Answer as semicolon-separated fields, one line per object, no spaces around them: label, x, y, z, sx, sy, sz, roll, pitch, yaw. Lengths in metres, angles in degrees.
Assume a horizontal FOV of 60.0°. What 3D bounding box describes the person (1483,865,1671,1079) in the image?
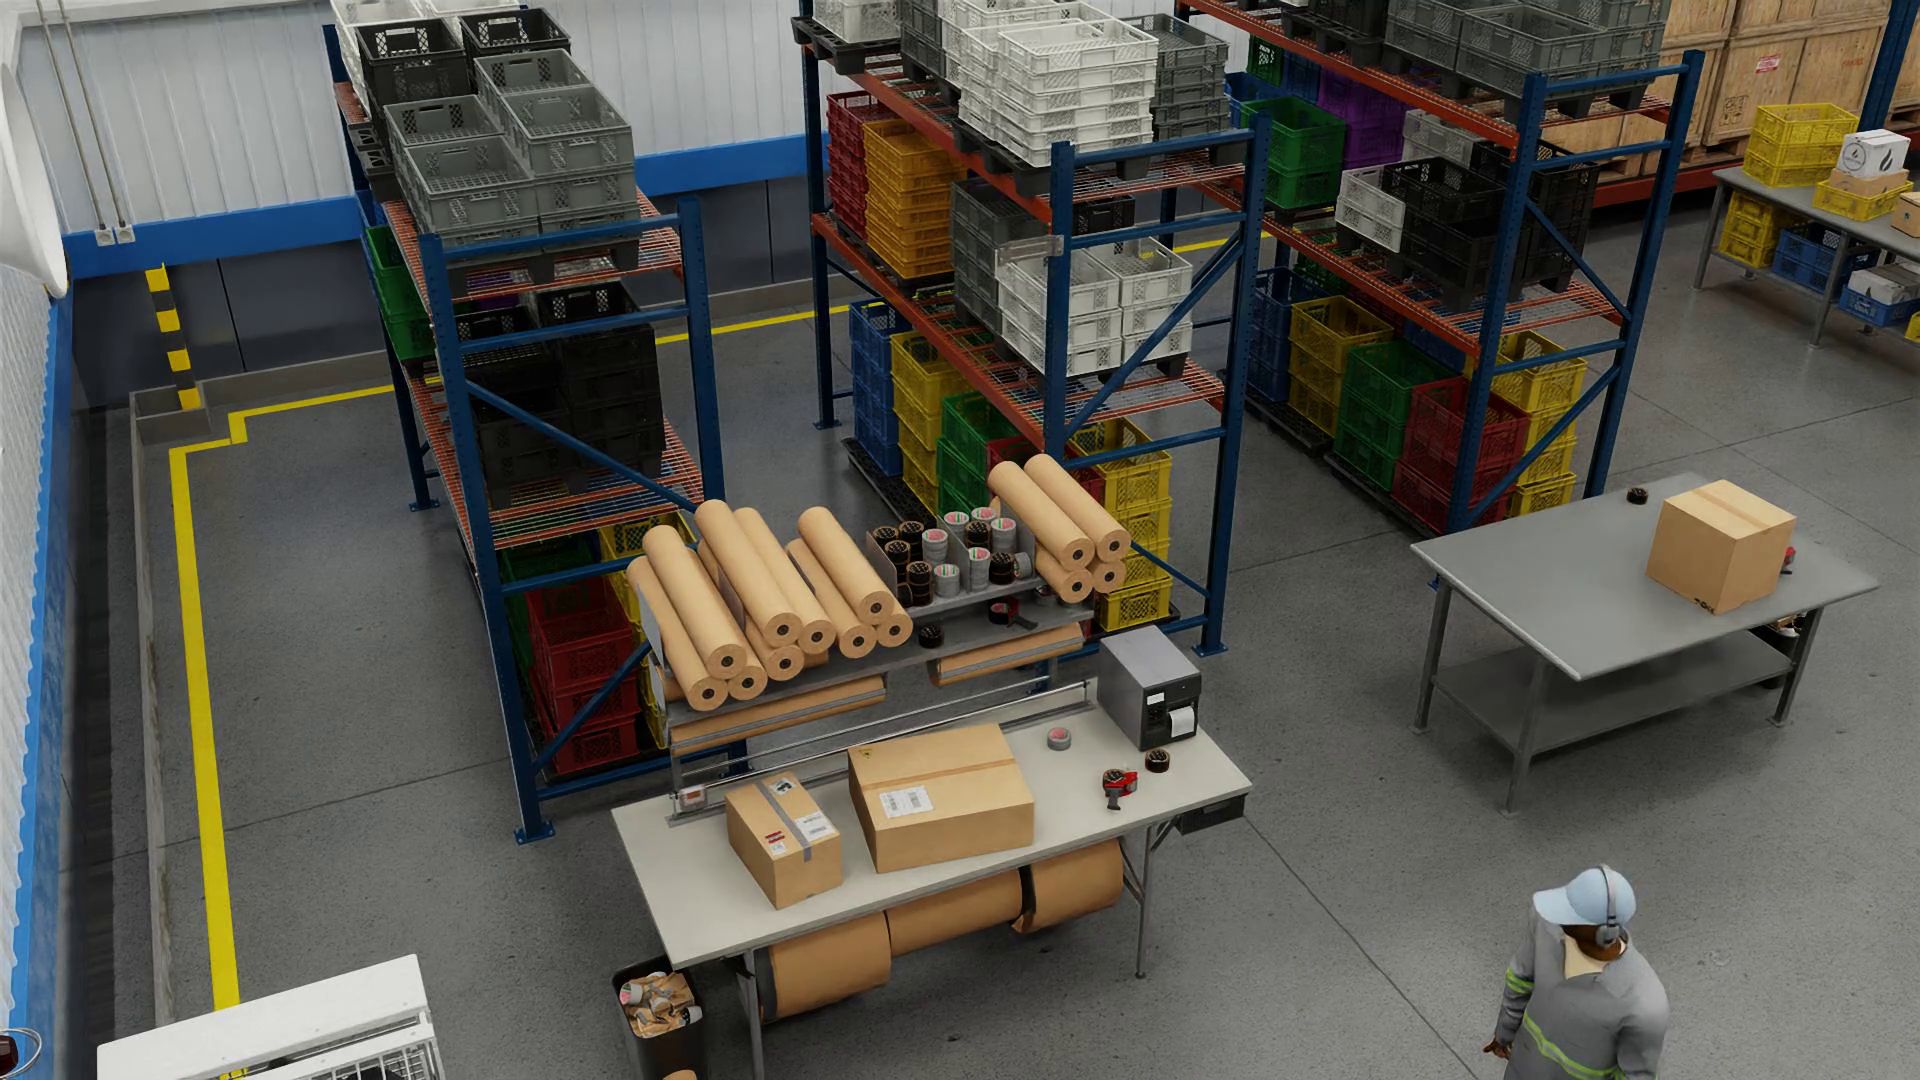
person;1.980;1.796;5.545;0.387;1.849;0.596;-13;34;-20
